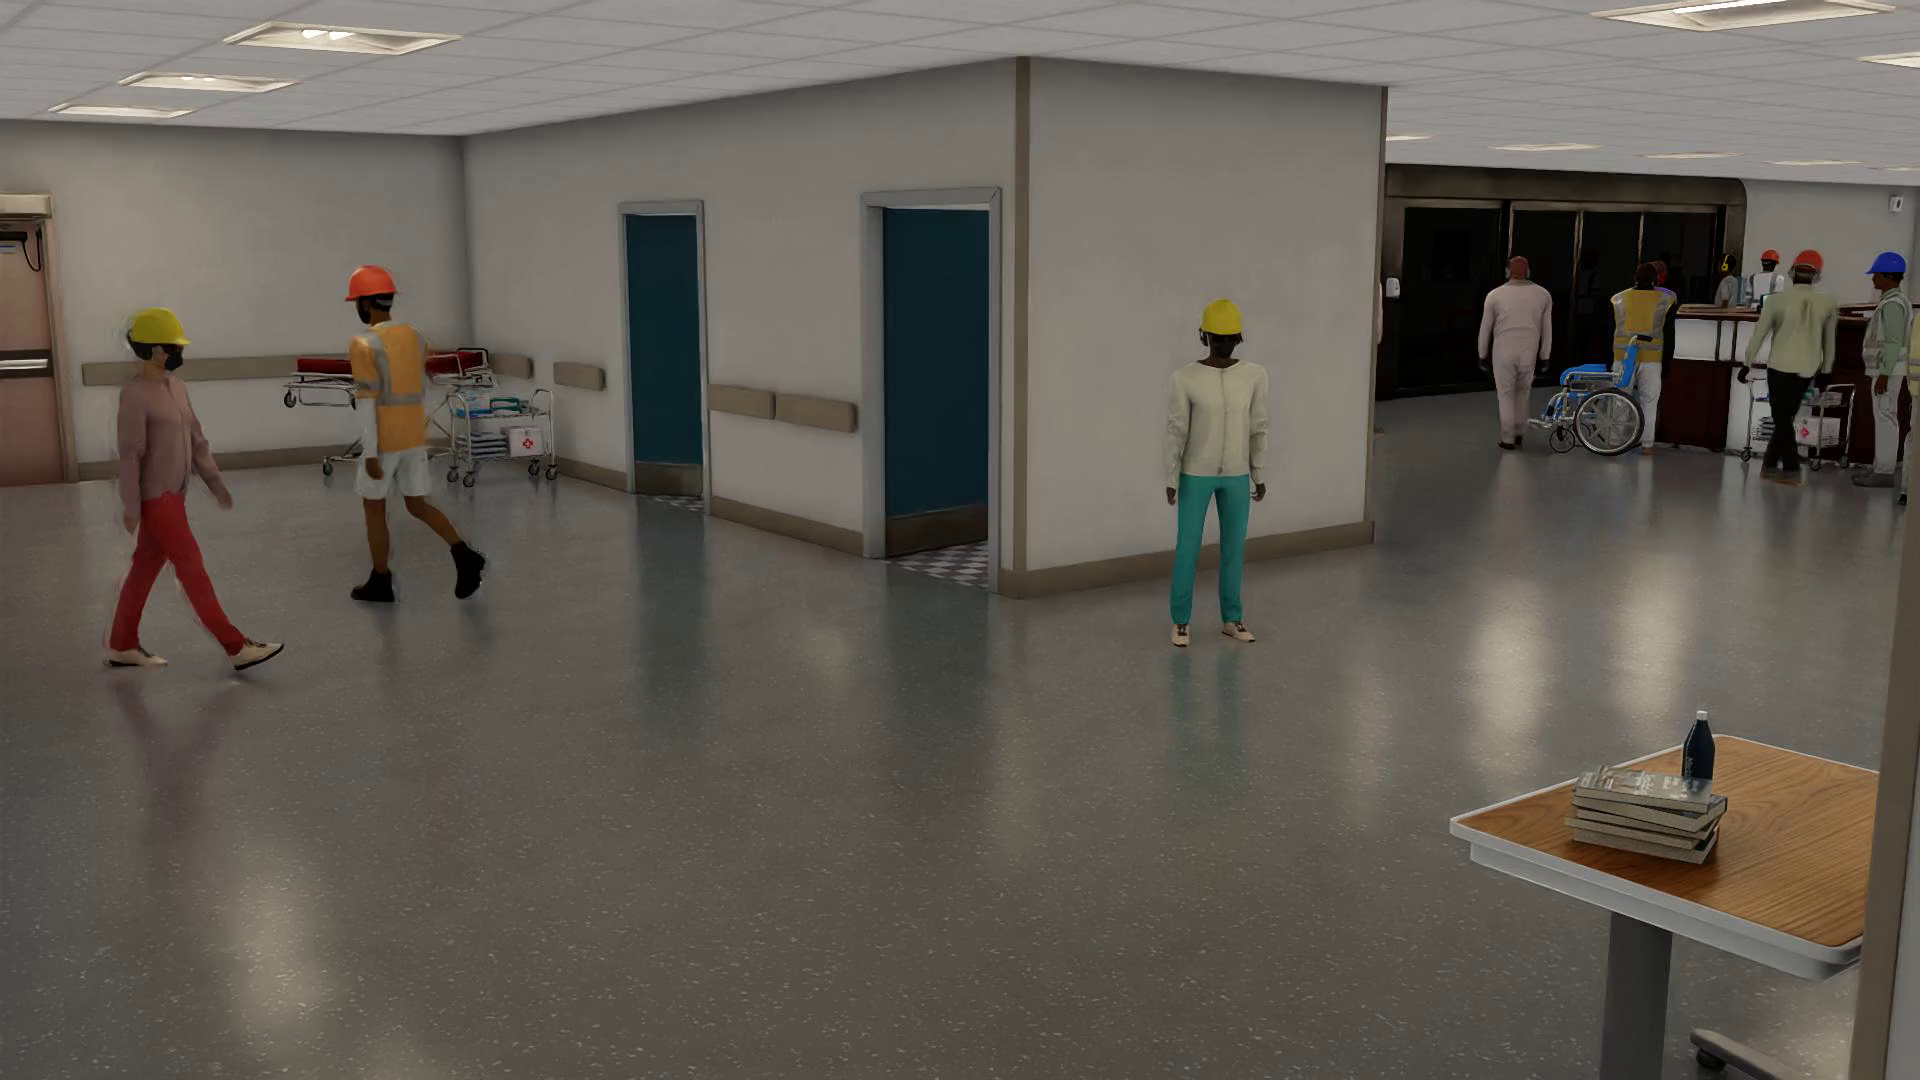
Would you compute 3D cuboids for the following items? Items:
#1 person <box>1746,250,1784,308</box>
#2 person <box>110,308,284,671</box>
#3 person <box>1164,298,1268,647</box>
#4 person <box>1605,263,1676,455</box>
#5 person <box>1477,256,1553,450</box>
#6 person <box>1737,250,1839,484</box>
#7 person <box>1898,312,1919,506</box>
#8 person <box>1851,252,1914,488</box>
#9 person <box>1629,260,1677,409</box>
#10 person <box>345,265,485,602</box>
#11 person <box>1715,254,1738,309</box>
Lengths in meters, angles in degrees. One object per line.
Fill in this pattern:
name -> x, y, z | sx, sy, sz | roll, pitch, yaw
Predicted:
person -> 11.612, -3.211, 23.989 | 0.376, 1.930, 0.542 | -8, 13, -37
person -> -3.668, -0.220, 7.819 | 0.903, 1.721, 0.527 | -1, 10, -3
person -> 1.280, -0.325, 8.326 | 0.540, 1.755, 0.378 | -3, 10, -14
person -> 6.501, -1.722, 15.925 | 0.624, 1.838, 0.430 | 5, 11, 27
person -> 5.470, -1.855, 16.499 | 0.673, 1.882, 0.708 | 1, 10, 4
person -> 7.002, -1.453, 14.048 | 0.680, 1.956, 0.687 | 0, 10, -1
person -> 7.440, -1.136, 12.638 | 0.404, 1.827, 0.600 | -1, 10, -3
person -> 7.680, -1.408, 13.830 | 0.406, 1.946, 0.608 | 6, 12, 29
person -> 7.452, -2.106, 18.052 | 0.469, 1.834, 0.587 | -9, 14, -41
person -> -3.083, -0.566, 9.258 | 0.781, 1.910, 0.546 | 5, 11, 27
person -> 10.430, -2.962, 22.759 | 0.329, 1.872, 0.508 | 8, 13, 37
